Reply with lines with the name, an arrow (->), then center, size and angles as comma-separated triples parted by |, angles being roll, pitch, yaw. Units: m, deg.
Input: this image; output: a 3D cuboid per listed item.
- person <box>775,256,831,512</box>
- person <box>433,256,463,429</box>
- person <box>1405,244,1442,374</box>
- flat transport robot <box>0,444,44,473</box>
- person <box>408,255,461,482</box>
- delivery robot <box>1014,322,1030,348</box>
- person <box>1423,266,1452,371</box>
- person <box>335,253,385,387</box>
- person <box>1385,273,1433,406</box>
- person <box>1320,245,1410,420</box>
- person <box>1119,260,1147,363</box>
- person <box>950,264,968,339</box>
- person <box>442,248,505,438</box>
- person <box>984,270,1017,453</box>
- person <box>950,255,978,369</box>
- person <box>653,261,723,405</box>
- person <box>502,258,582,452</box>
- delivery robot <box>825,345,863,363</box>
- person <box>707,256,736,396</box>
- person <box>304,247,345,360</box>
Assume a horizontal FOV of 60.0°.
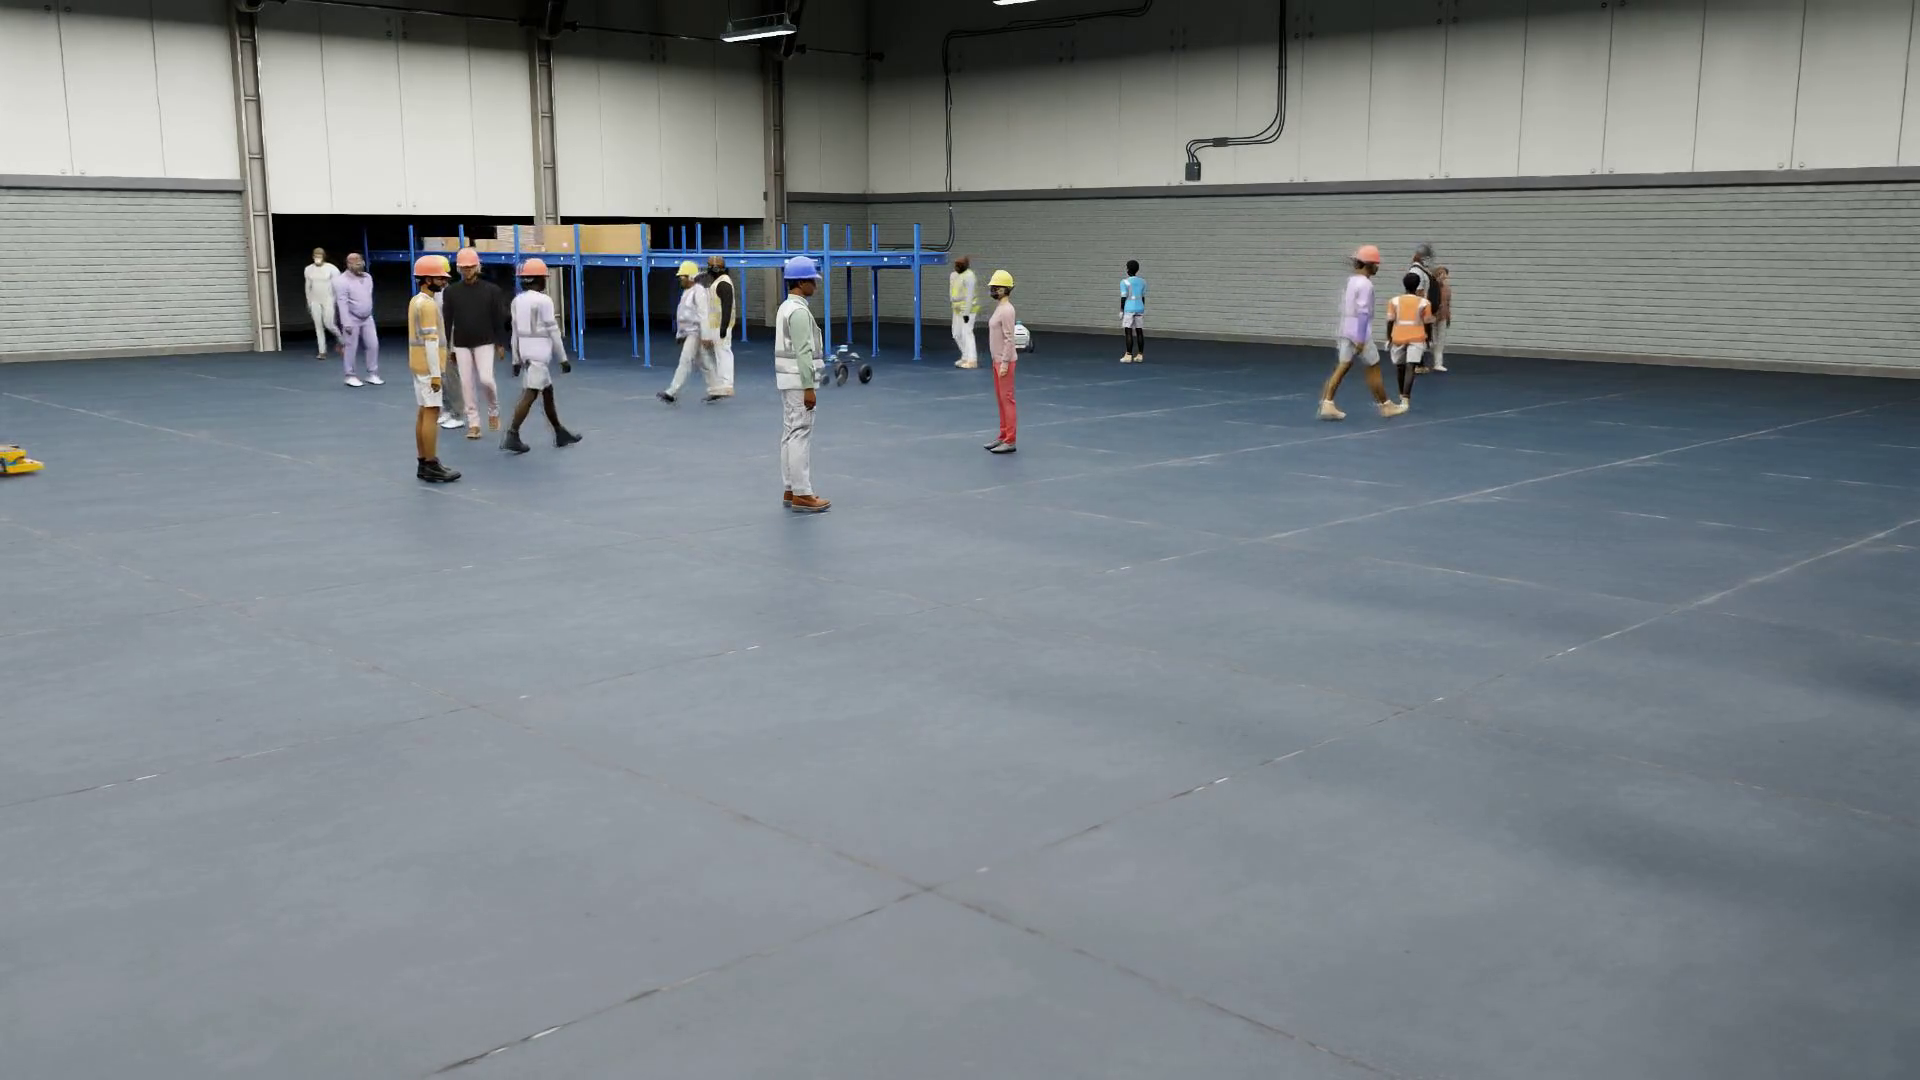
person -> -1.239, -1.210, 12.875 | 0.380, 1.950, 0.605 | -3, 11, -18
person -> -5.644, -2.153, 18.192 | 0.619, 1.889, 0.473 | 9, 14, 41
person -> 7.046, -3.514, 25.307 | 0.534, 2.000, 0.776 | 4, 11, 19
flat transport robot -> -8.941, -0.667, 14.609 | 0.652, 0.197, 1.431 | 9, 14, 40
person -> -4.581, -1.491, 14.438 | 0.379, 1.938, 0.547 | -5, 12, -27
delivery robot -> 1.071, -3.745, 30.364 | 0.477, 0.478, 0.707 | -1, 10, -4
person -> 7.431, -3.456, 25.977 | 0.531, 1.622, 0.448 | -5, 11, -24
person -> -8.413, -3.065, 23.233 | 0.734, 1.859, 0.670 | 6, 12, 31
person -> 5.522, -2.449, 20.419 | 0.548, 1.644, 0.891 | 5, 11, 24
person -> 4.635, -2.363, 19.057 | 1.045, 1.987, 0.631 | -2, 11, -8
person -> 2.876, -3.809, 27.732 | 0.533, 1.697, 0.322 | -6, 12, -32
person -> 0.036, -4.970, 34.240 | 0.497, 1.633, 0.287 | -3, 11, -18
person -> -5.085, -2.051, 17.361 | 0.629, 1.976, 0.433 | 0, 10, -2
person -> 0.406, -1.749, 16.308 | 0.300, 1.772, 0.530 | -2, 11, -9
person -> 0.084, -3.648, 26.569 | 0.483, 1.804, 0.649 | -4, 11, -22
person -> -3.402, -2.579, 20.790 | 0.940, 1.777, 0.622 | -4, 11, -22
person -> -4.189, -1.827, 16.437 | 0.550, 1.890, 1.011 | 9, 14, 42
delivery robot -> -1.659, -2.669, 23.788 | 0.335, 0.223, 0.698 | 6, 12, 30
person -> -3.196, -2.843, 22.085 | 0.430, 1.840, 0.626 | -3, 11, -17
person -> -10.922, -4.087, 28.657 | 0.642, 1.916, 0.594 | 1, 10, 8
